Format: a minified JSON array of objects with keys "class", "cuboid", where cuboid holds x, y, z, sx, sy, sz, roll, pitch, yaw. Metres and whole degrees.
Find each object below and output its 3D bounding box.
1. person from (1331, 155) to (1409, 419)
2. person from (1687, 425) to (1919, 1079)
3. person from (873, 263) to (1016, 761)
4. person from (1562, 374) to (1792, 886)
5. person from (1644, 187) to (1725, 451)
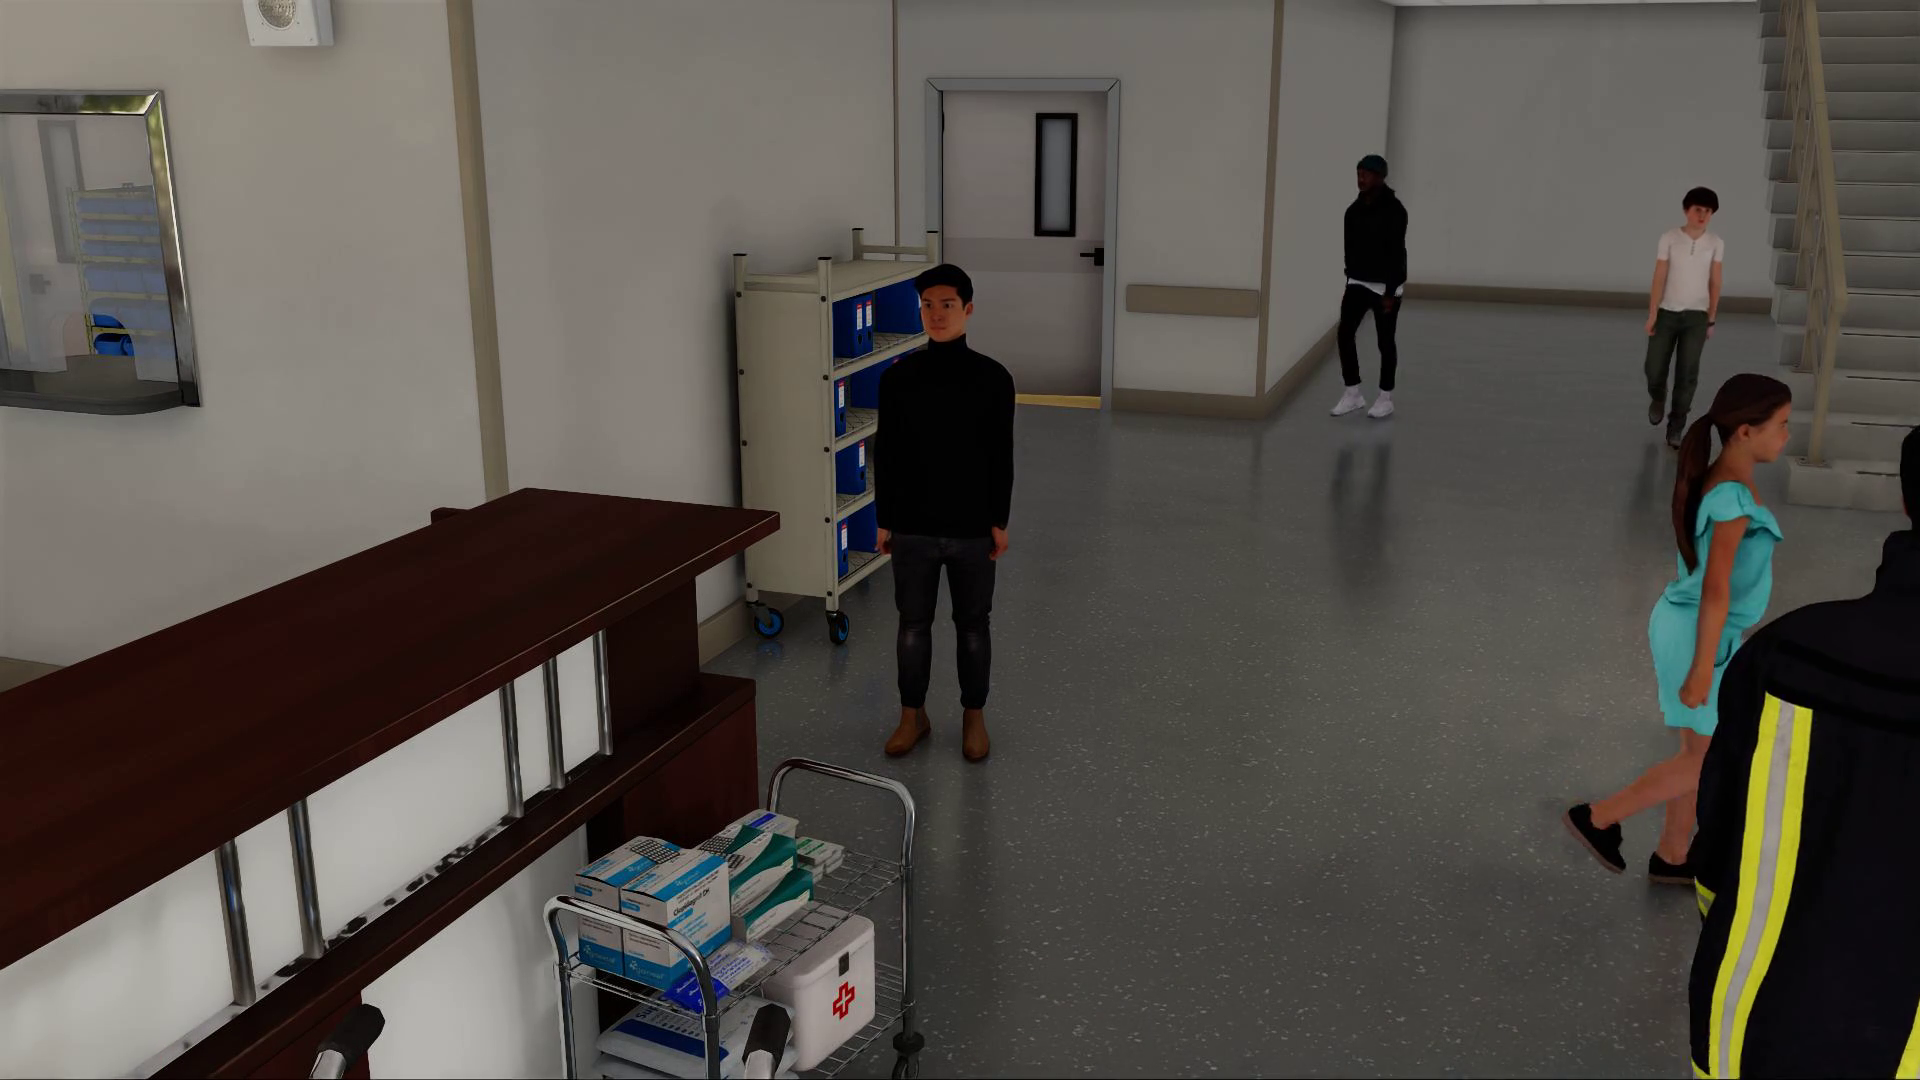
[{"class":"person","cuboid":[2.917,-1.738,11.501,0.846,1.790,0.897,13,20,39]},{"class":"person","cuboid":[1.306,0.752,2.448,1.080,1.910,1.017,-14,21,-40]},{"class":"person","cuboid":[-0.056,-0.095,5.795,0.686,1.723,0.609,2,16,8]},{"class":"person","cuboid":[2.040,0.290,4.755,0.686,1.546,0.741,2,16,8]},{"class":"person","cuboid":[4.609,-1.426,10.667,0.568,1.641,0.933,5,17,17]}]
